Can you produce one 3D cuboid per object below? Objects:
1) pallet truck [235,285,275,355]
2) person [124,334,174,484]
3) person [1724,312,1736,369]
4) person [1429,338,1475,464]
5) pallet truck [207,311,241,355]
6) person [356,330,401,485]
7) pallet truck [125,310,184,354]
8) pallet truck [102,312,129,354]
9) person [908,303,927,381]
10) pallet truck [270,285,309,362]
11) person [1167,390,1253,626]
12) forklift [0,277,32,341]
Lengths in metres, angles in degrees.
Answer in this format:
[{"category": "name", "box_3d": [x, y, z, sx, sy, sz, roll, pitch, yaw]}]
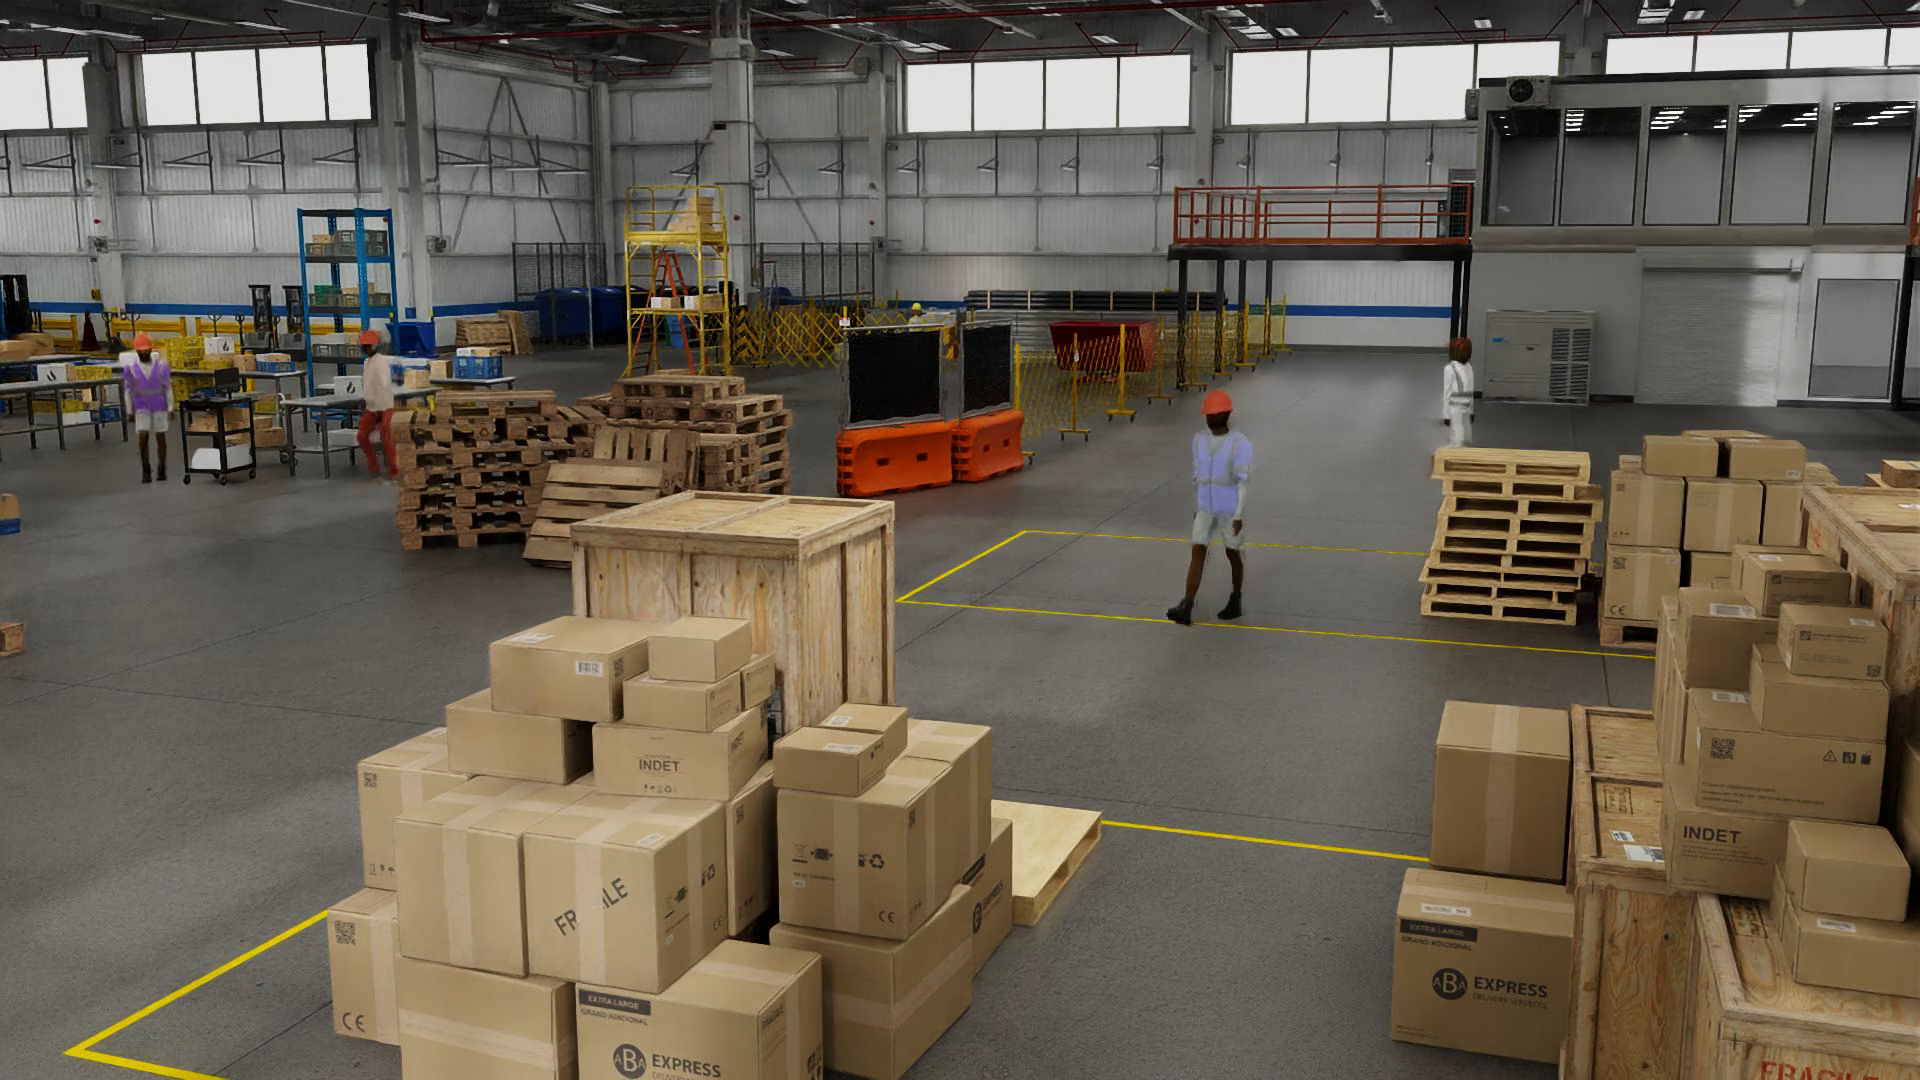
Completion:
[{"category": "pallet truck", "box_3d": [-18.327, -5.835, 44.421, 0.823, 1.965, 1.885, 4, 11, 23]}, {"category": "person", "box_3d": [-10.320, -1.667, 21.208, 0.551, 1.897, 0.877, -5, 11, -24]}, {"category": "person", "box_3d": [18.258, -4.734, 39.247, 0.494, 1.624, 0.279, 4, 11, 21]}, {"category": "person", "box_3d": [6.287, -1.641, 21.153, 0.587, 1.870, 0.585, -9, 14, -42]}, {"category": "pallet truck", "box_3d": [-19.537, -5.575, 44.913, 0.653, 1.274, 1.630, 3, 11, 19]}, {"category": "person", "box_3d": [-7.393, -1.659, 20.982, 0.624, 1.973, 0.628, 9, 14, 42]}, {"category": "pallet truck", "box_3d": [-22.038, -5.665, 45.457, 0.704, 1.261, 1.522, 3, 11, 17]}, {"category": "pallet truck", "box_3d": [-23.057, -5.777, 46.261, 0.680, 1.201, 1.601, 3, 11, 19]}, {"category": "person", "box_3d": [-0.963, -4.427, 37.207, 0.491, 1.744, 0.295, -9, 14, -42]}, {"category": "pallet truck", "box_3d": [-17.147, -5.700, 43.663, 0.823, 1.965, 1.885, 3, 11, 17]}, {"category": "person", "box_3d": [2.021, -0.244, 13.236, 0.572, 1.884, 0.972, 8, 13, 38]}, {"category": "forklift", "box_3d": [-27.151, -6.329, 46.328, 1.157, 1.987, 2.680, 3, 11, 17]}]
